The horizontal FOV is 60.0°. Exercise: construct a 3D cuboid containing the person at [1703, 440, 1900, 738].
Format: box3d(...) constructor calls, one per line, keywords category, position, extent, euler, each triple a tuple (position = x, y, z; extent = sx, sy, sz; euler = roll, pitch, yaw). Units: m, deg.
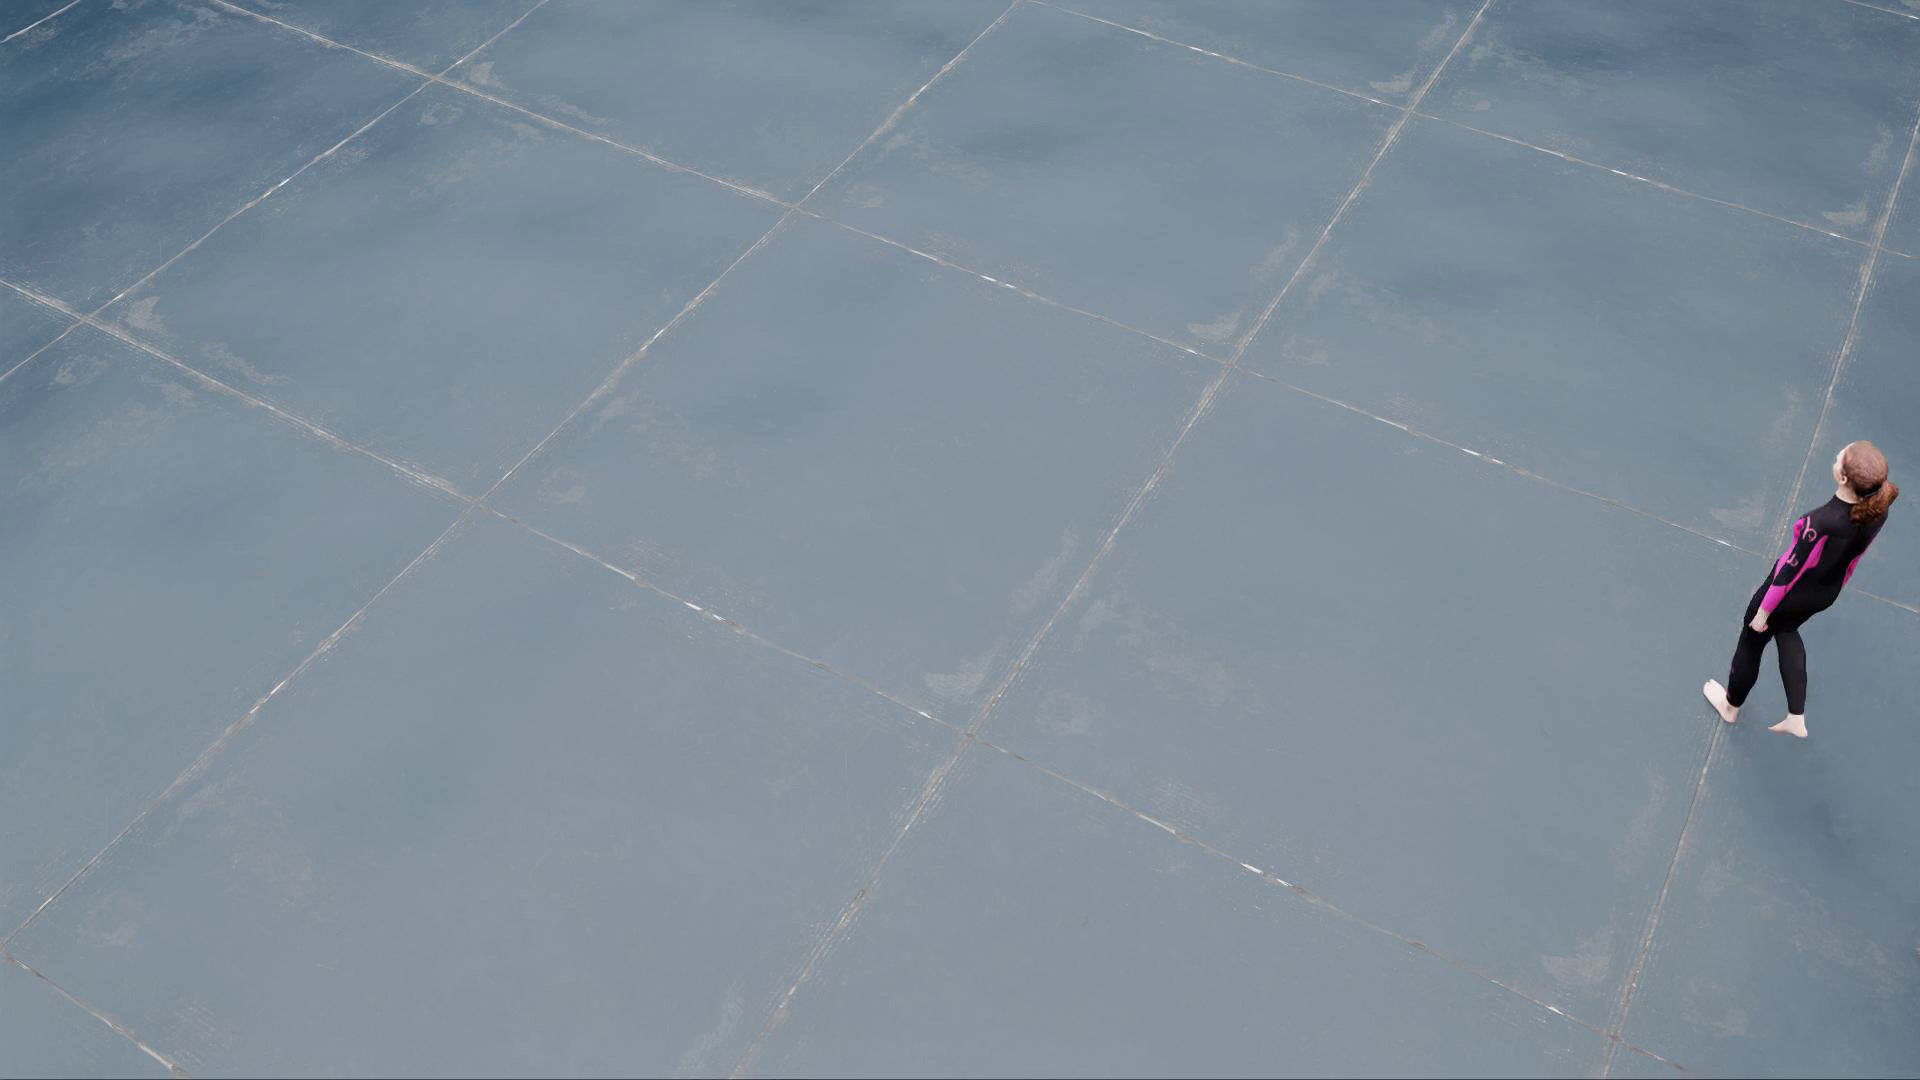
box3d(category="person", position=(3.639, 0.294, 7.112), extent=(0.809, 1.738, 0.870), euler=(-11, 48, -10))
